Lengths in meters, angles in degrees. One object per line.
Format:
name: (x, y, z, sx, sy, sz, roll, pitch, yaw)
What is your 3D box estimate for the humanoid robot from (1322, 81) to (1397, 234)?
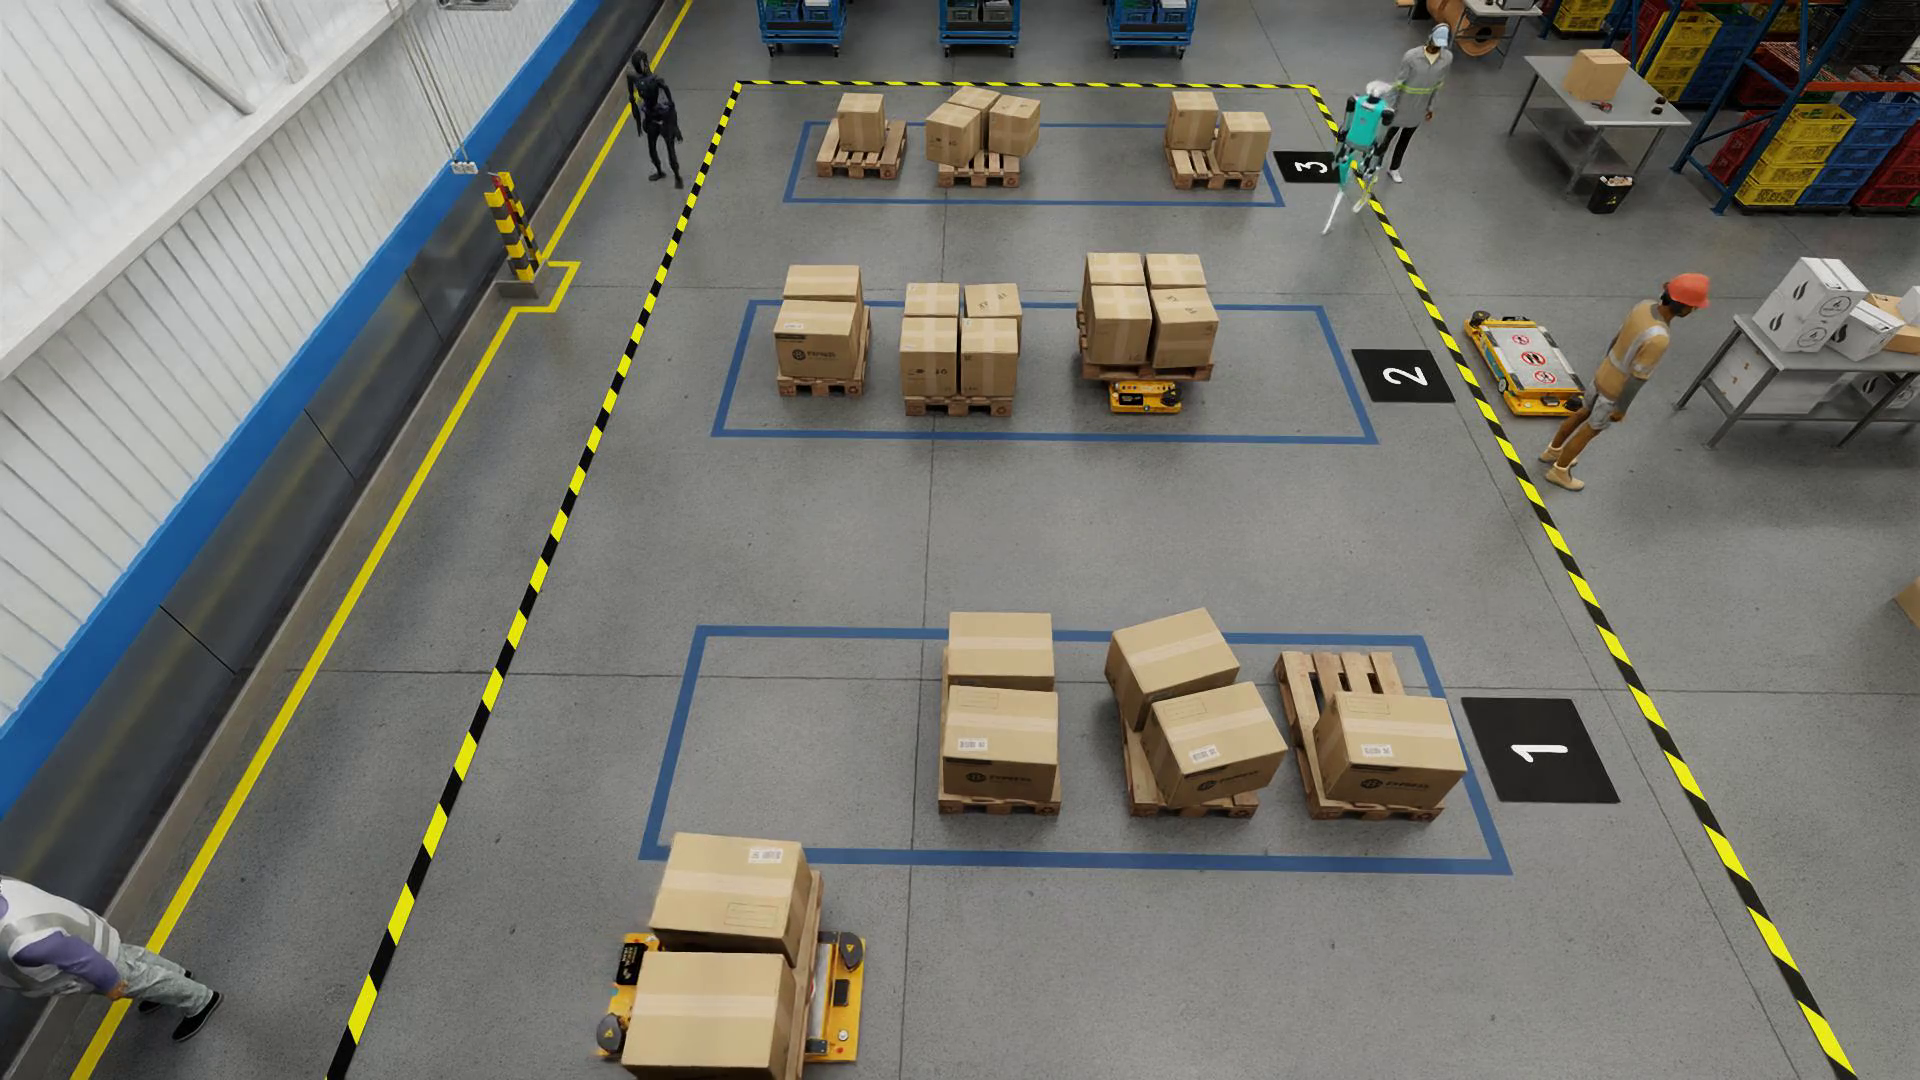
humanoid robot: (4.621, -4.399, 10.402, 0.552, 1.767, 1.019, 35, 58, 26)

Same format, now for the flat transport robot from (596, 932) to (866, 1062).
flat transport robot: (-1.287, 2.602, 5.263, 1.431, 0.197, 0.652, 1, 49, 1)

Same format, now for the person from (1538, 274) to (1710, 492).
person: (5.379, -1.269, 7.460, 0.379, 2.039, 0.615, 12, 50, 10)

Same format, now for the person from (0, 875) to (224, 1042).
person: (-4.501, 2.131, 4.656, 0.593, 1.826, 0.403, 24, 53, 20)

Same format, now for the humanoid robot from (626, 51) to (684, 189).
humanoid robot: (-3.609, -5.013, 10.949, 0.617, 1.640, 0.419, 8, 50, 7)

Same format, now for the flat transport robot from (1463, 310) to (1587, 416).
flat transport robot: (5.573, -1.757, 9.054, 0.659, 0.231, 1.431, 1, 49, 1)

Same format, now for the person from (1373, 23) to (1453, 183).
person: (5.421, -5.206, 10.994, 0.587, 1.850, 0.392, 0, 49, 0)

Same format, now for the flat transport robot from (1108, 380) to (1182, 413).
flat transport robot: (1.773, -1.807, 9.079, 0.652, 0.197, 1.431, 1, 49, 1)
